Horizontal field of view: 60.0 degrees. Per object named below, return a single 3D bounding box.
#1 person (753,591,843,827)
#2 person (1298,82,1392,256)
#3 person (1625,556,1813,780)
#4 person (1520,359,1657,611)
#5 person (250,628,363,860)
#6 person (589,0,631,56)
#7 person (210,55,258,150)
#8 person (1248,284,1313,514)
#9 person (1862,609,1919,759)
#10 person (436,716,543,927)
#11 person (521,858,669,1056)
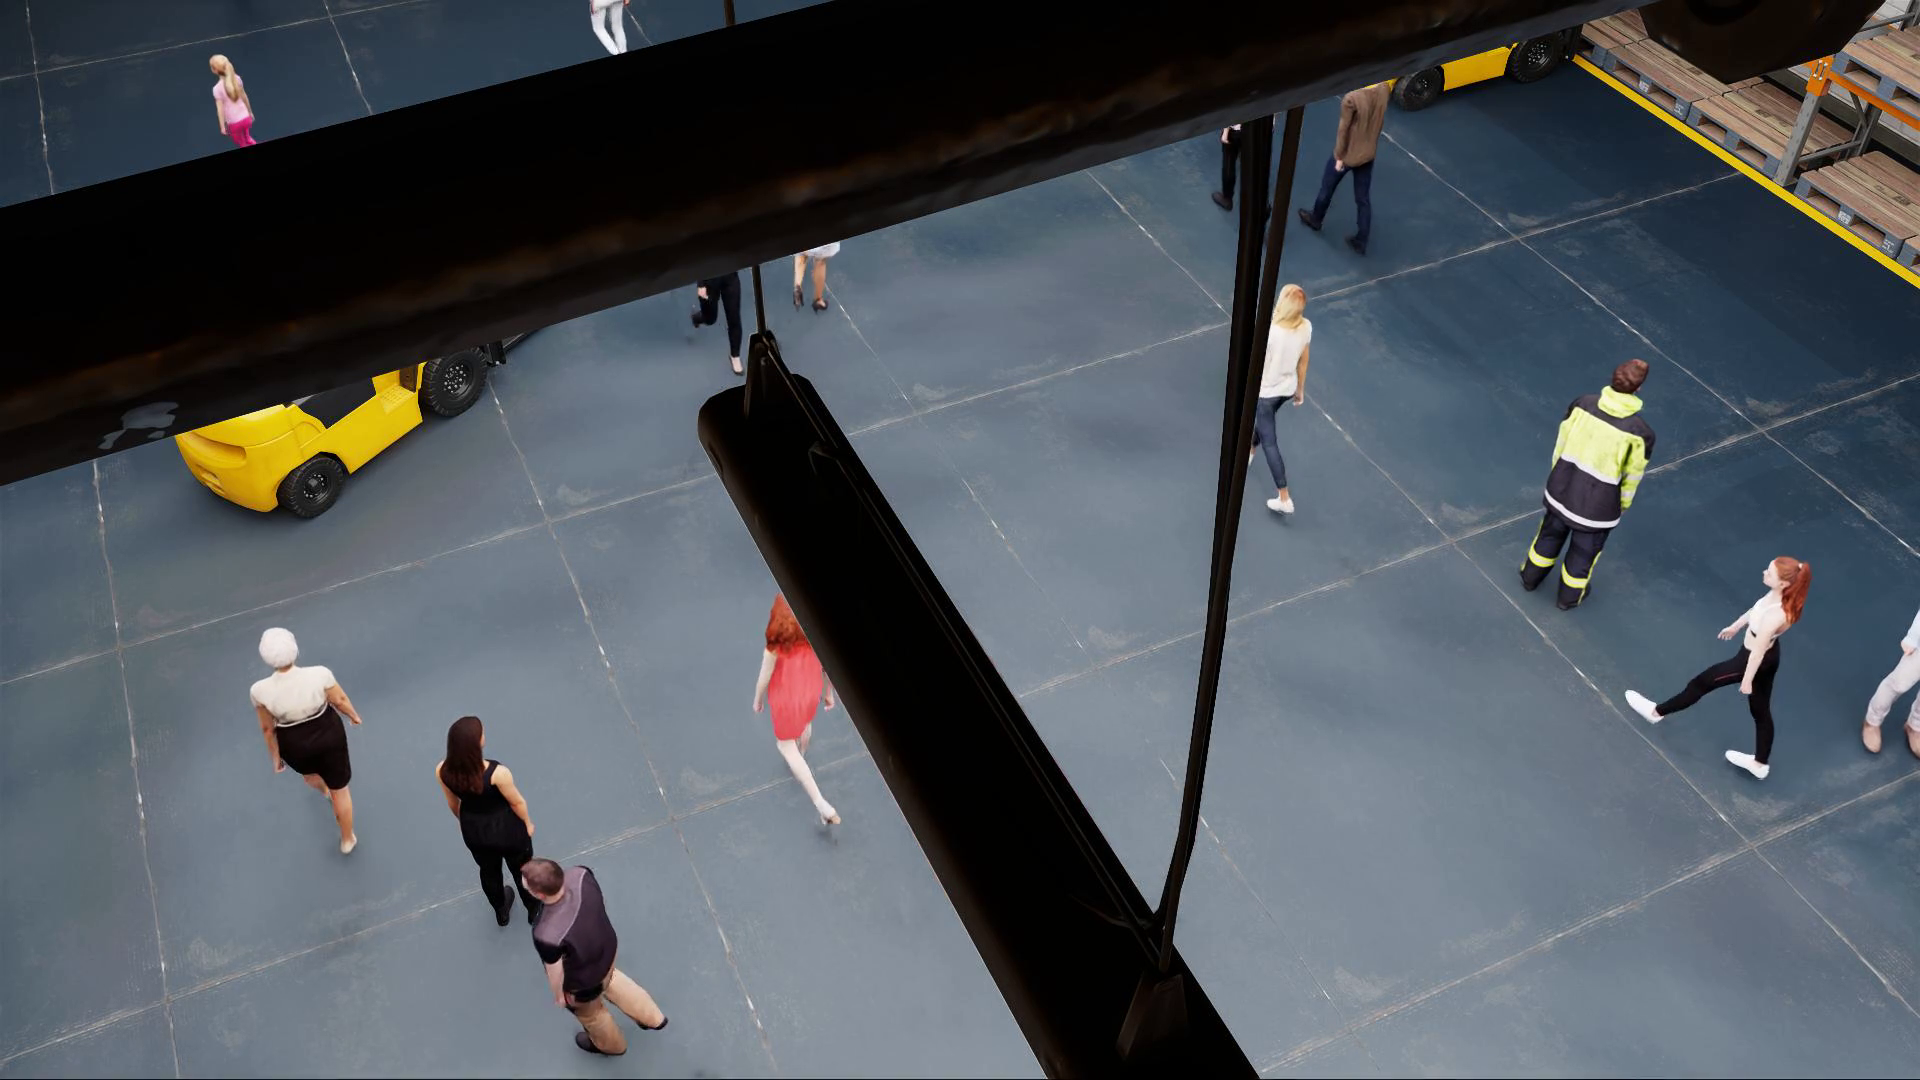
[{"bbox_3d":[-0.940,1.007,9.846,0.728,1.800,1.049,-27,50,-26],"label":"person"},{"bbox_3d":[3.456,-3.321,14.349,0.670,1.855,1.019,-20,47,-20],"label":"person"},{"bbox_3d":[4.928,0.802,10.141,1.252,1.690,0.923,31,52,29],"label":"person"},{"bbox_3d":[4.225,-0.375,11.170,0.912,1.976,0.728,-35,53,-31],"label":"person"},{"bbox_3d":[-3.745,1.246,9.648,0.708,1.727,0.958,-15,46,-15],"label":"person"},{"bbox_3d":[-3.474,-5.376,16.610,0.687,1.712,0.787,-27,50,-26],"label":"person"},{"bbox_3d":[-6.625,-3.876,15.363,0.675,1.260,0.615,15,46,15],"label":"person"},{"bbox_3d":[2.307,-0.992,11.964,0.639,1.772,1.165,-20,47,-20],"label":"person"},{"bbox_3d":[6.053,0.598,10.212,0.747,1.888,0.757,4,44,4],"label":"person"},{"bbox_3d":[-2.613,1.603,9.306,0.680,1.683,0.703,3,44,3],"label":"person"},{"bbox_3d":[-1.856,2.199,8.582,0.967,1.817,0.903,15,46,16],"label":"person"}]
